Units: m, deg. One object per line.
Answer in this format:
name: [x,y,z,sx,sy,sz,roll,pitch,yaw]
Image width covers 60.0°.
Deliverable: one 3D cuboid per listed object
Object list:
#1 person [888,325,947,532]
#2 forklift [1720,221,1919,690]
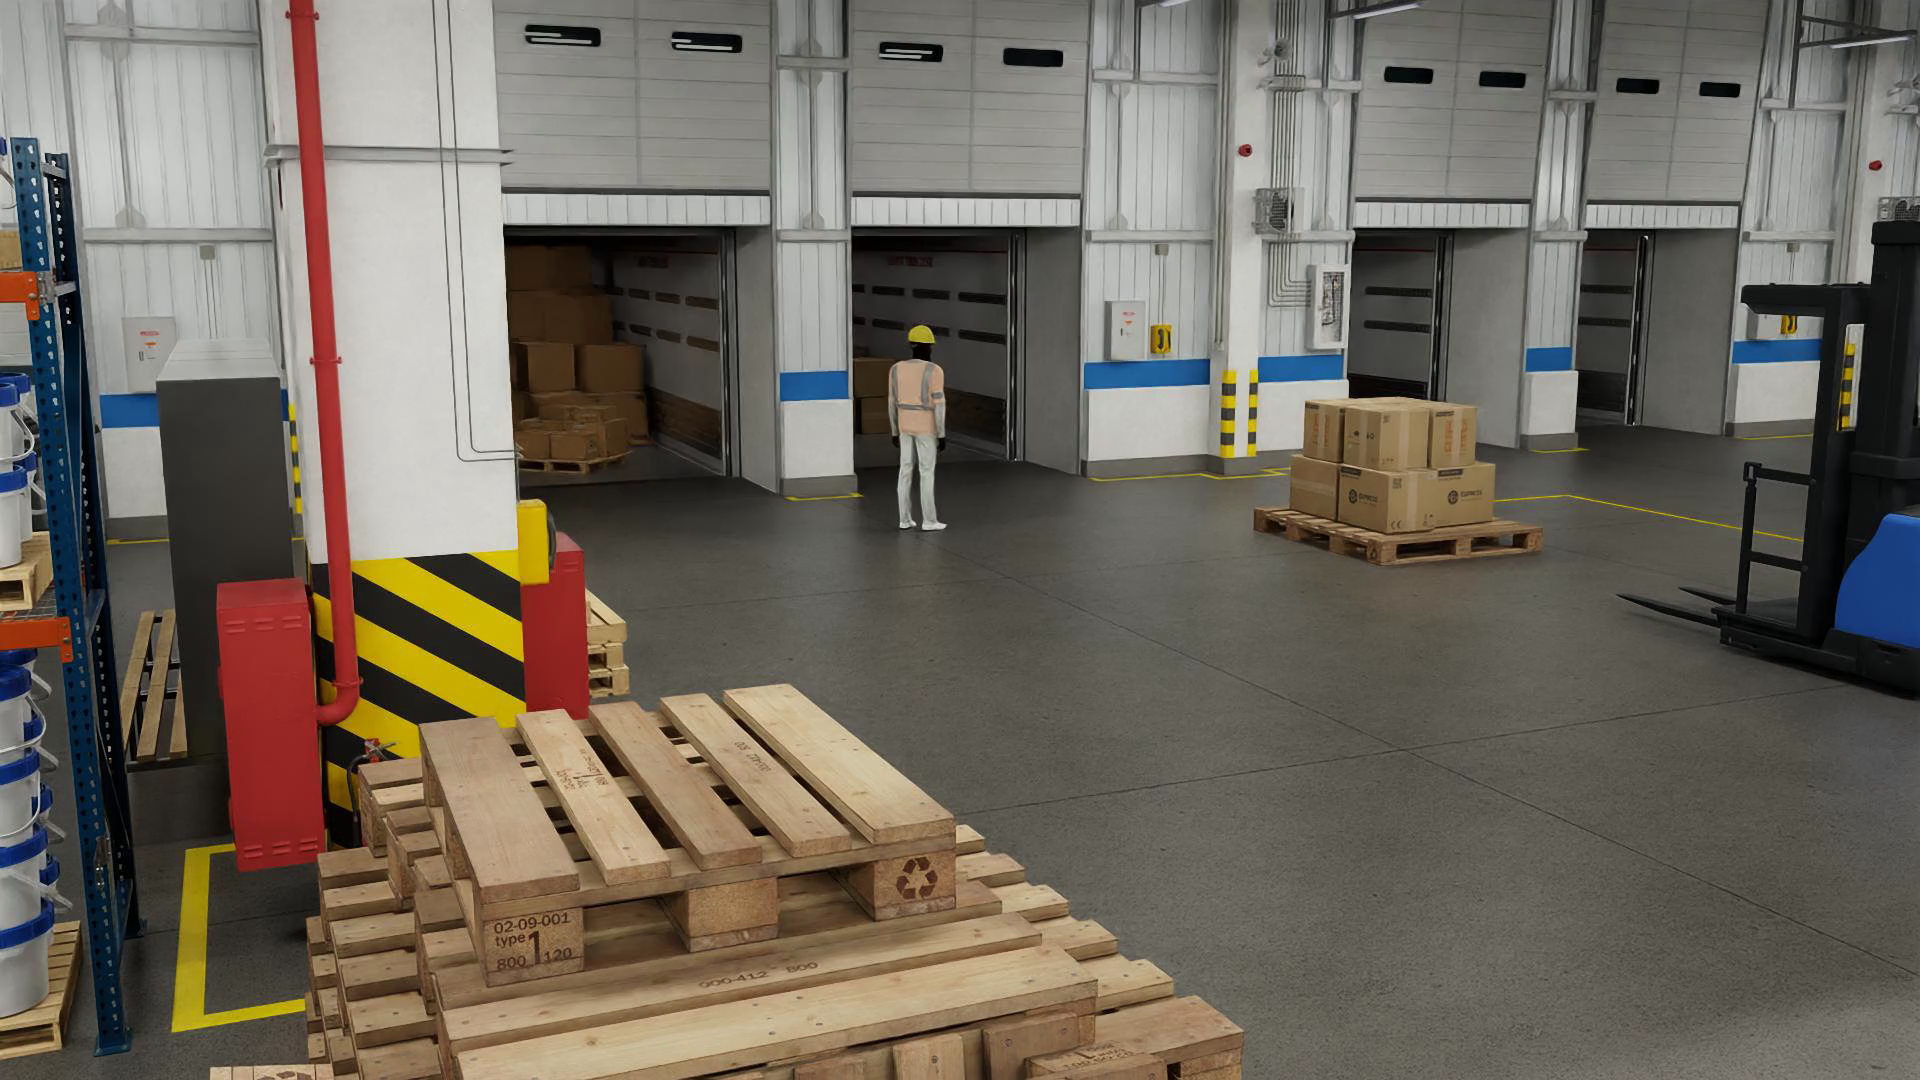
person: [-0.389,-1.038,15.546,0.590,1.923,0.383,6,12,29]
forklift: [5.949,-0.550,10.218,1.129,2.768,1.873,-4,11,-23]
